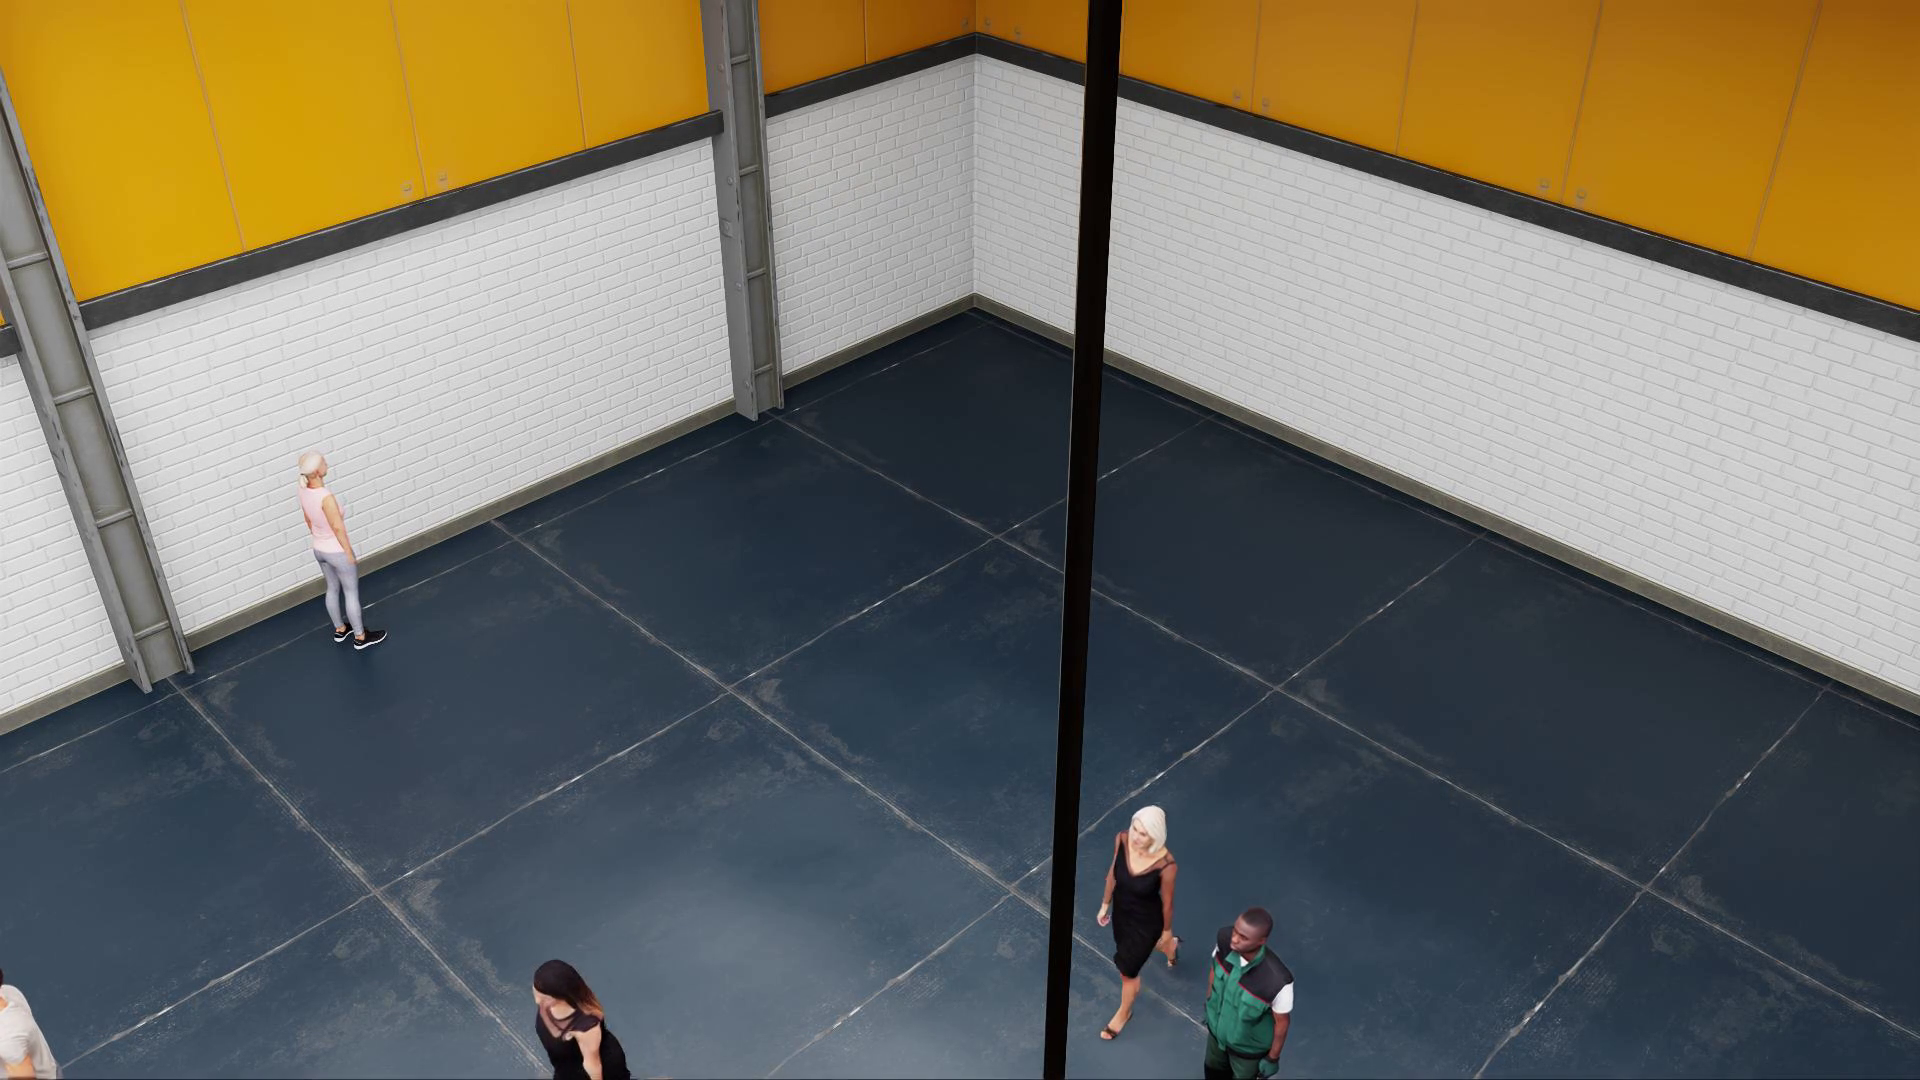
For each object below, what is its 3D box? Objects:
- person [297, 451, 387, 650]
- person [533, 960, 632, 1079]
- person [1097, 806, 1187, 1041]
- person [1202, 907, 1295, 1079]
[{"bbox_3d":[-4.865,0.072,12.891,0.600,1.726,0.582,20,38,27],"label":"person"},{"bbox_3d":[-1.909,2.762,8.896,1.072,1.669,0.771,-20,39,-27],"label":"person"},{"bbox_3d":[1.094,2.162,9.748,1.007,1.723,0.652,-25,41,-32],"label":"person"},{"bbox_3d":[1.514,2.638,8.929,0.643,1.838,0.714,-23,40,-30],"label":"person"}]
